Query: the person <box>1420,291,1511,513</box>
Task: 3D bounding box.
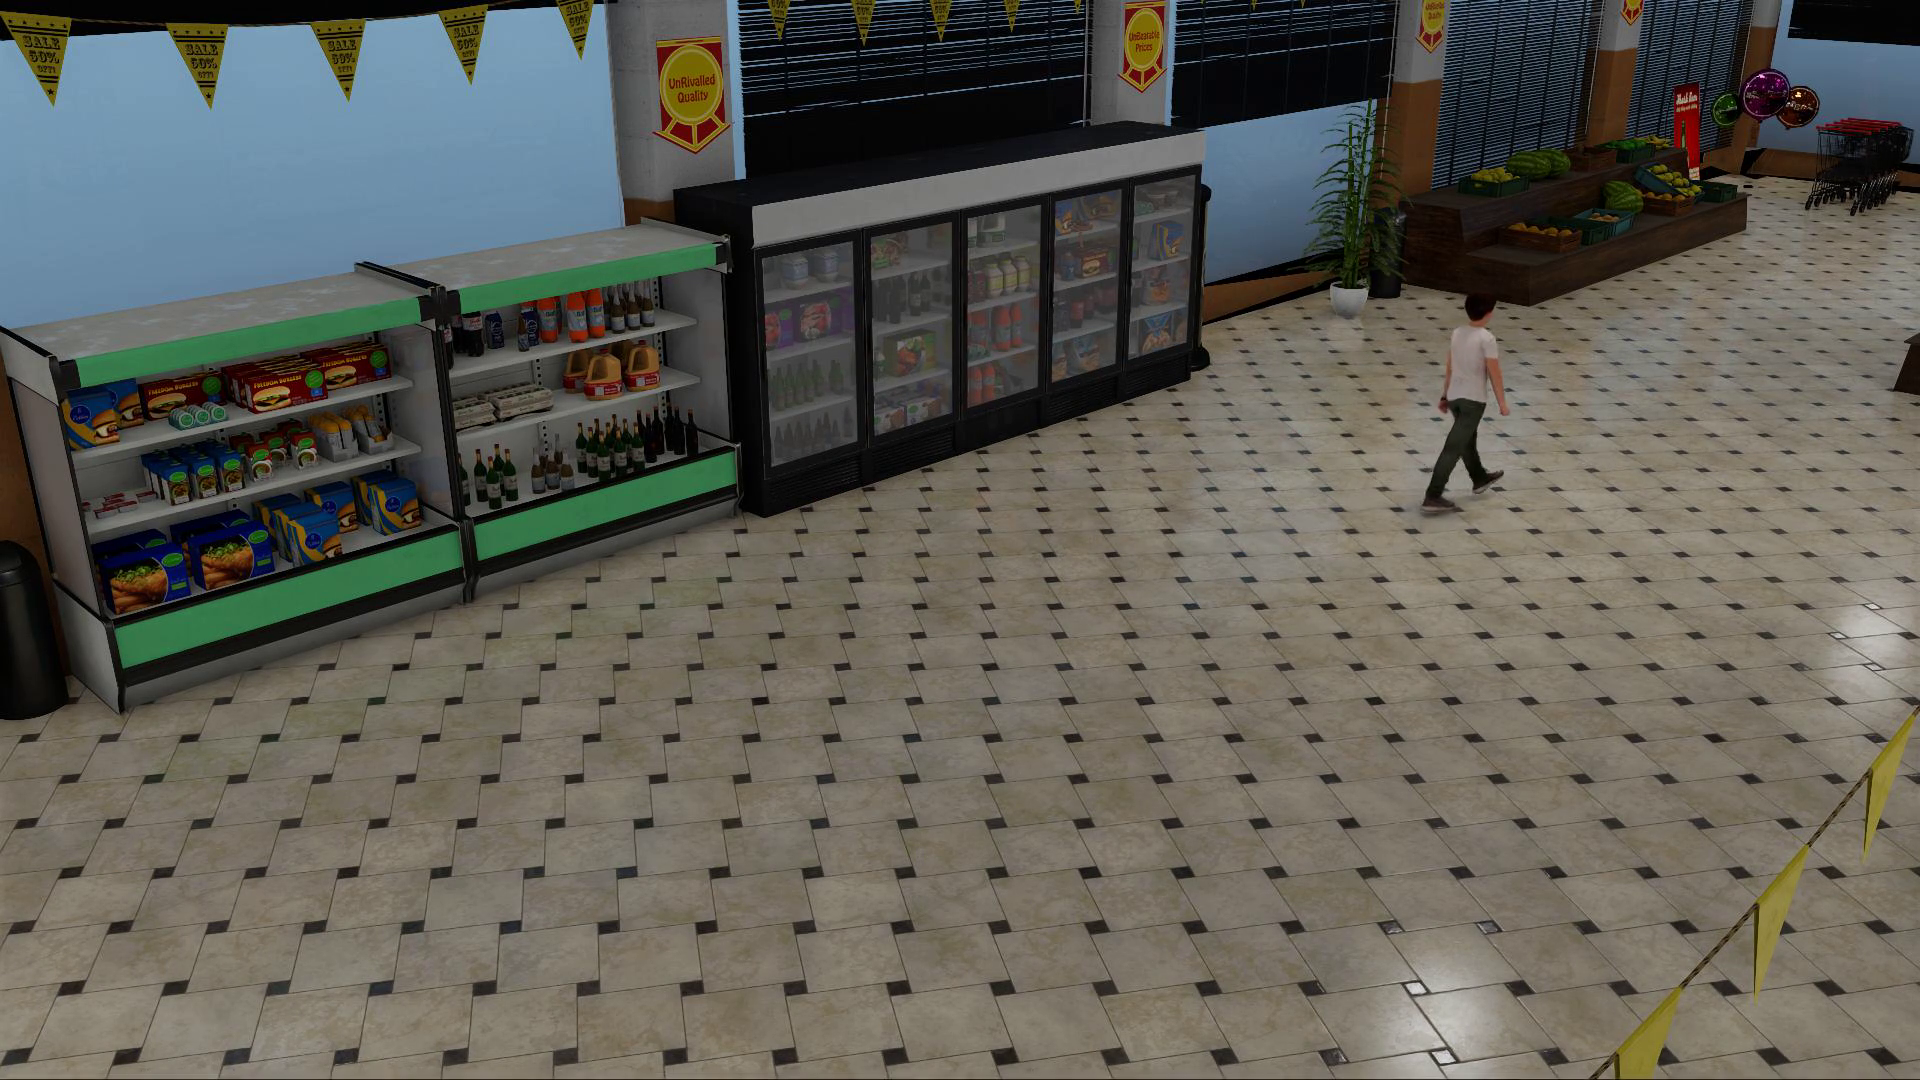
[{"bbox_3d":[3.630,-0.969,12.126,1.157,1.609,0.835,-10,24,-23],"label":"person"}]
